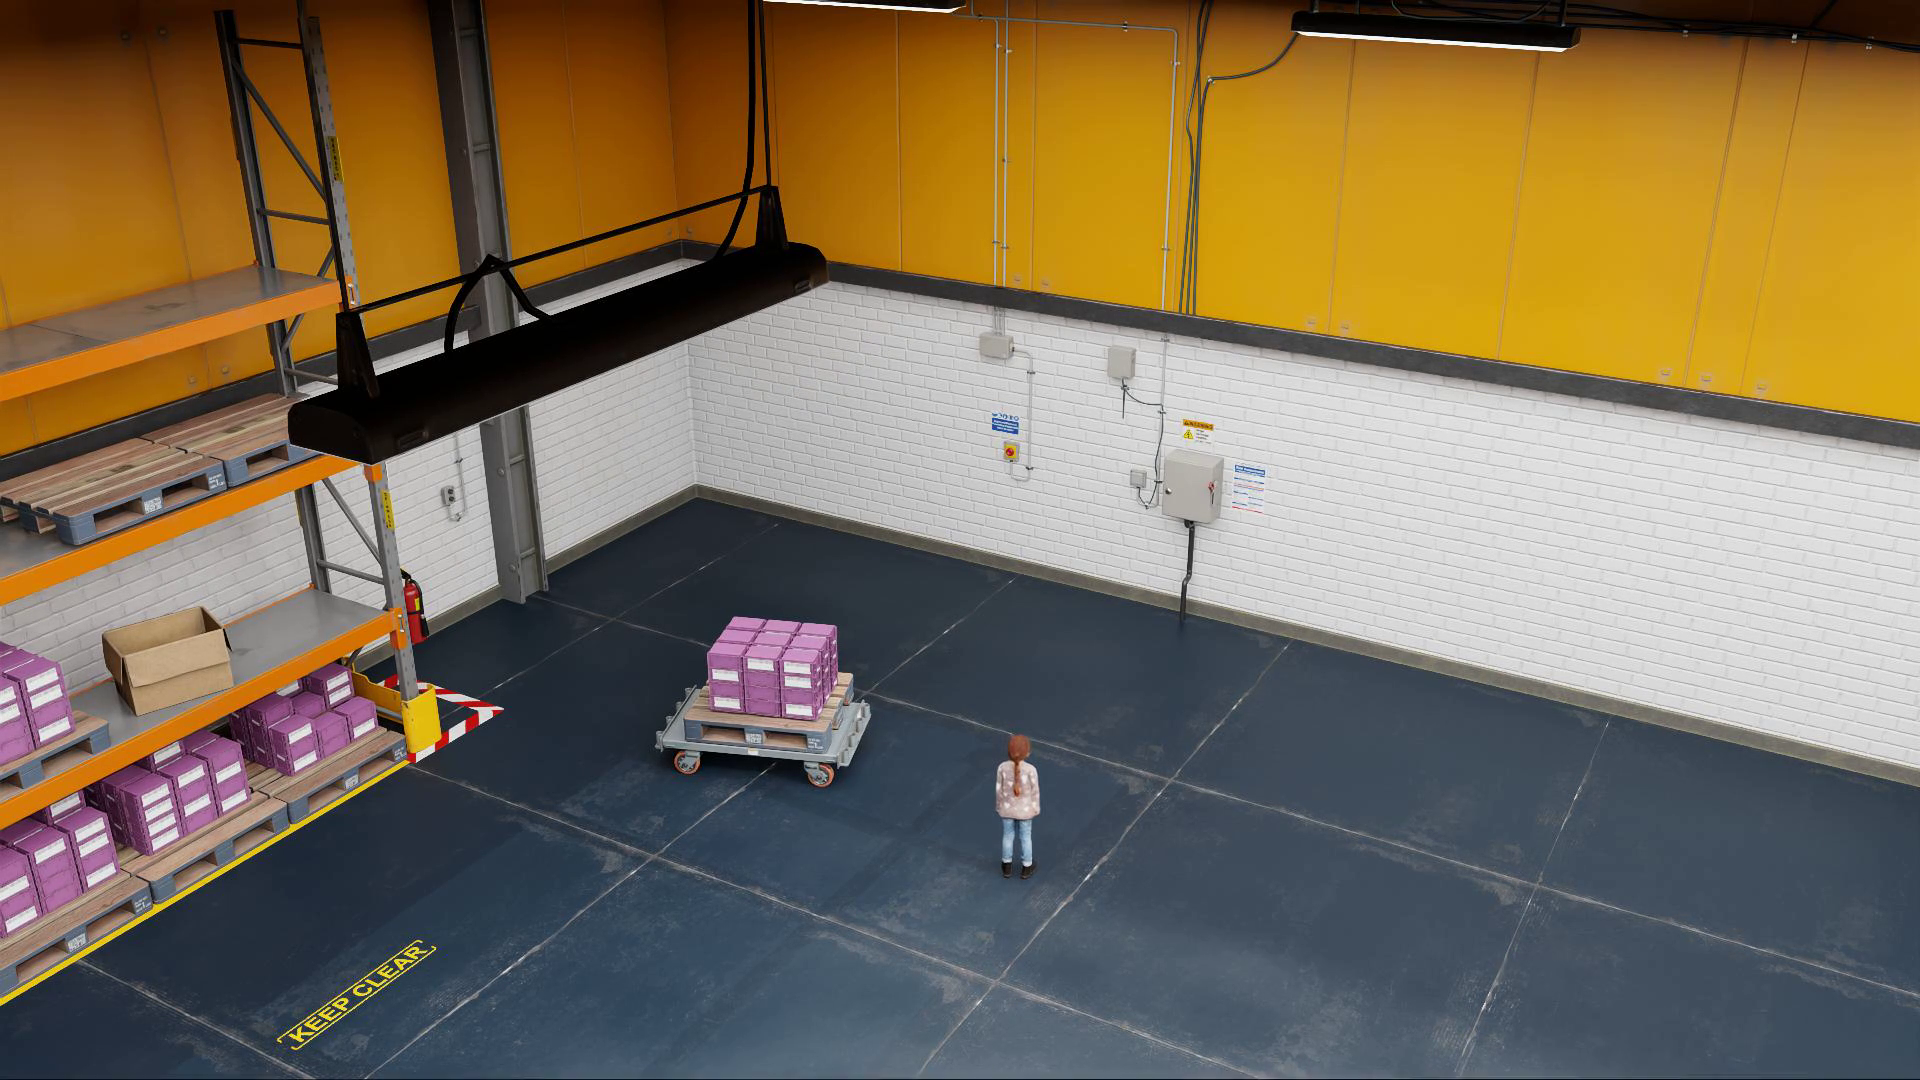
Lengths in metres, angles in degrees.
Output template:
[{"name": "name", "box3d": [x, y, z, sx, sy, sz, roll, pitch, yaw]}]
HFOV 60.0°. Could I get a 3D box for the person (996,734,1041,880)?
[{"name": "person", "box3d": [0.423, 1.971, 12.317, 0.539, 1.194, 0.546, 5, 24, 11]}]
